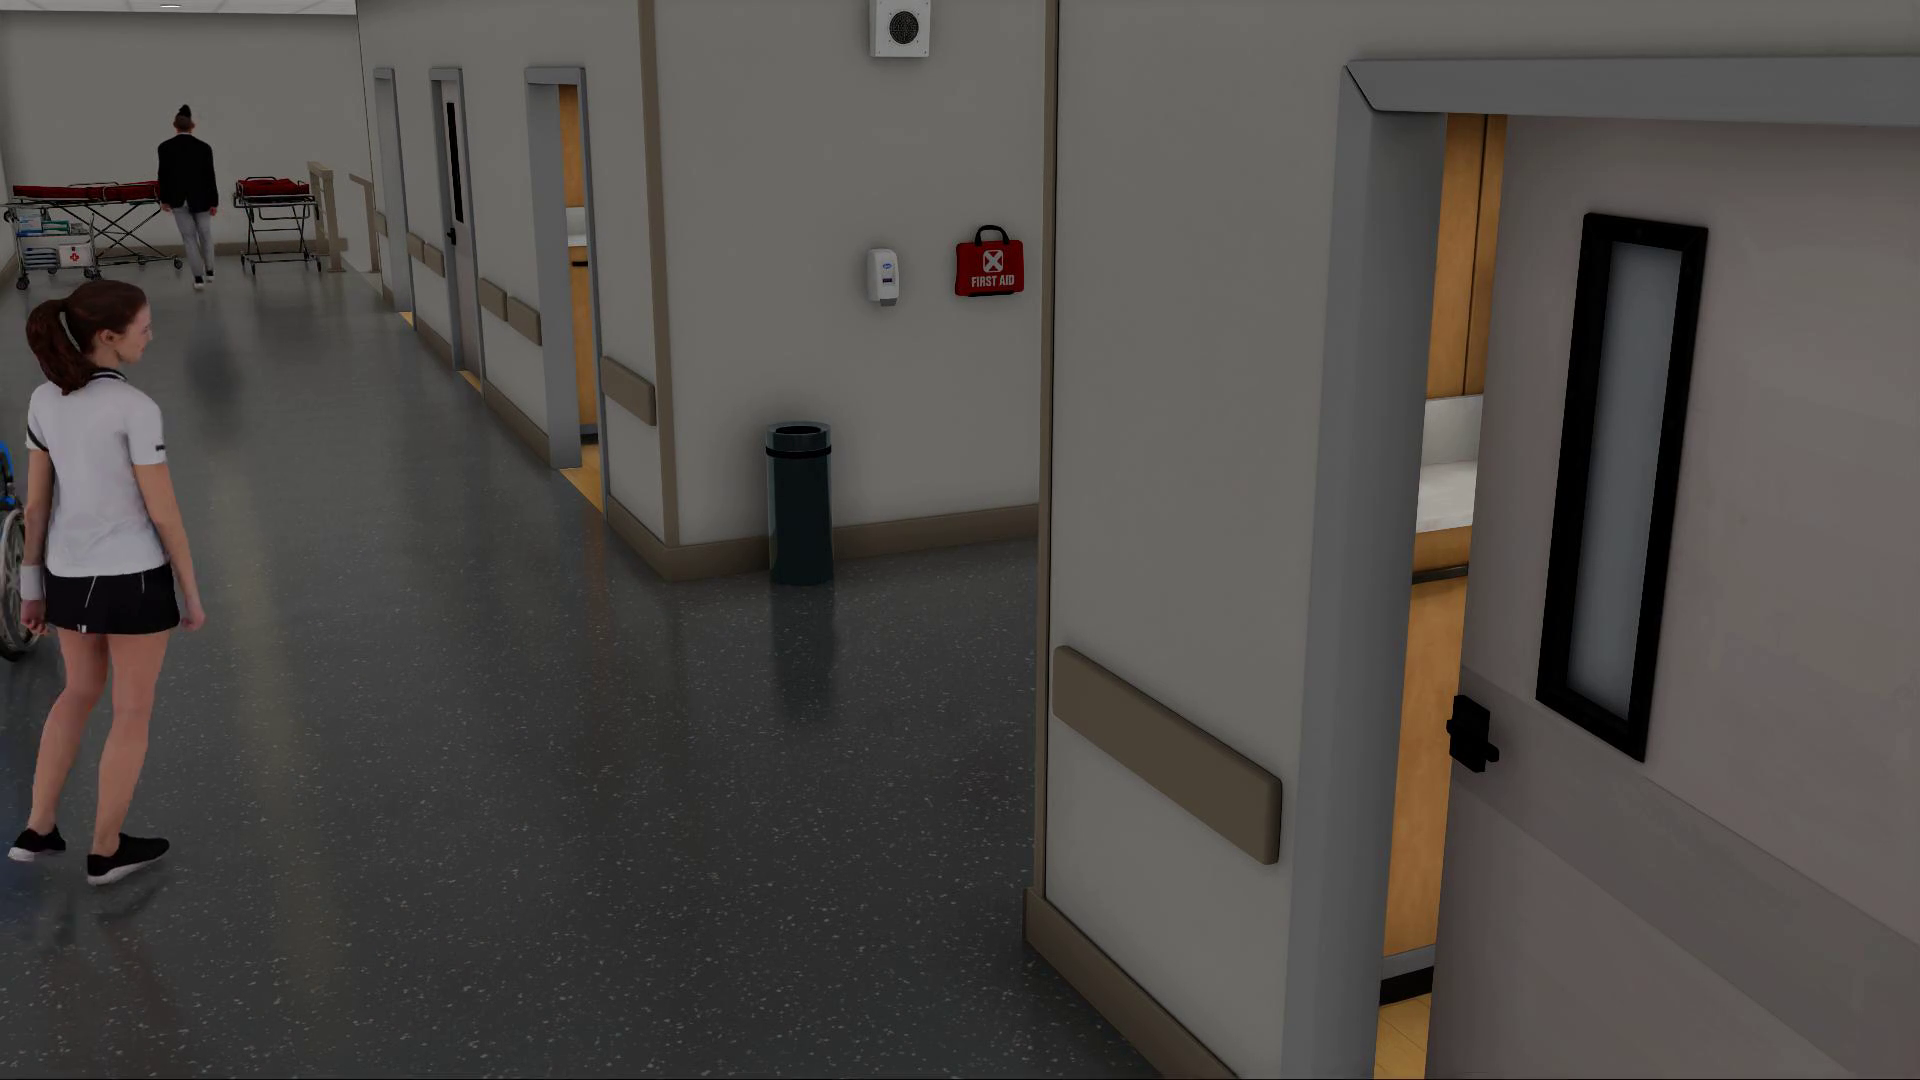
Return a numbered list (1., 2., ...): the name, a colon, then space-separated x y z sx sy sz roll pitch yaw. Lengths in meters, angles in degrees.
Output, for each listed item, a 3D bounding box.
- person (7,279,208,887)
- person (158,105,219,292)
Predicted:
1. person: -2.449 0.157 4.694 0.824 1.719 0.857 0 16 0
2. person: -8.187 -3.611 17.691 0.765 1.919 1.100 -9 18 -29
